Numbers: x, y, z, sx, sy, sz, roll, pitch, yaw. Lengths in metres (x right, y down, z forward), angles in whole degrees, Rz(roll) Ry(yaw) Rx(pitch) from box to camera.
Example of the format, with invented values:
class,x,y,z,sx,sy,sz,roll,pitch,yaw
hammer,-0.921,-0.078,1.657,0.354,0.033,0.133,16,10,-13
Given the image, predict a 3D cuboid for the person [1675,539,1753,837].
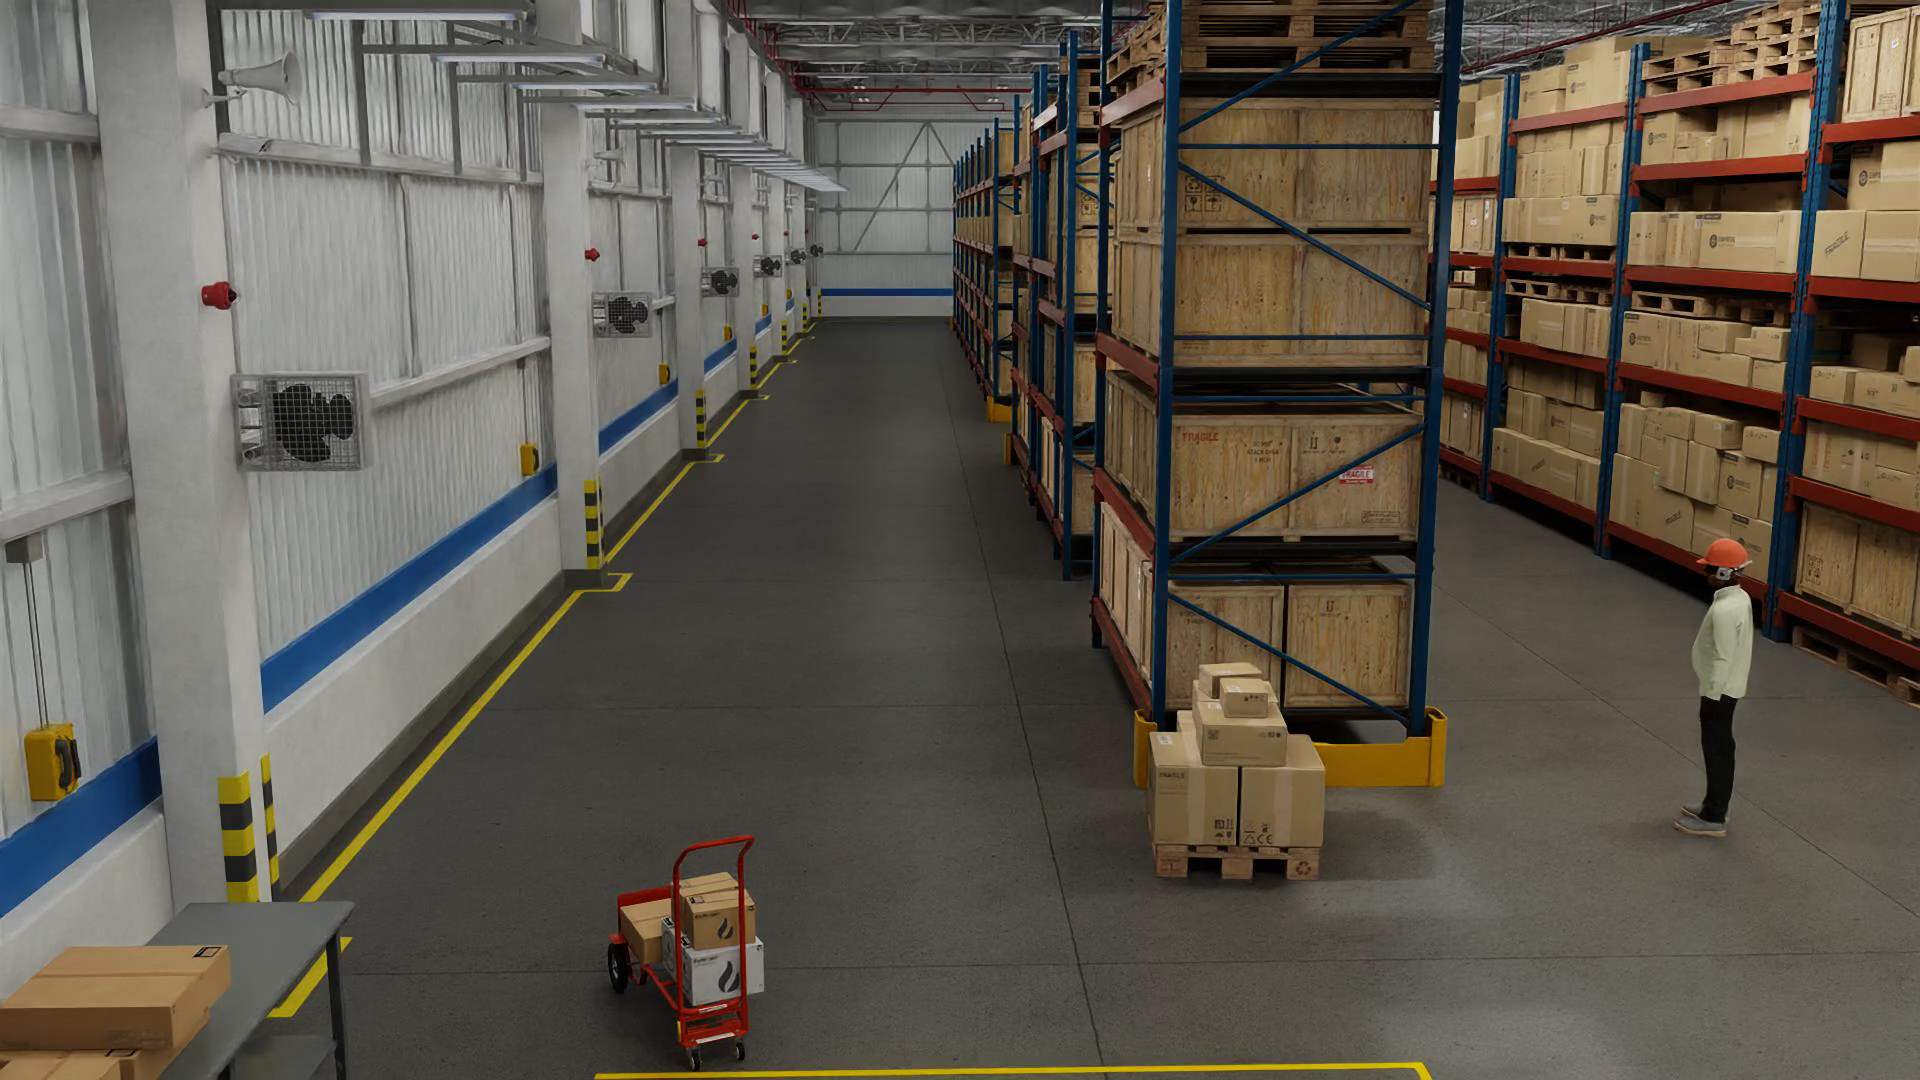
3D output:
class,x,y,z,sx,sy,sz,roll,pitch,yaw
person,5.049,0.974,11.088,0.381,1.993,0.622,7,13,31
